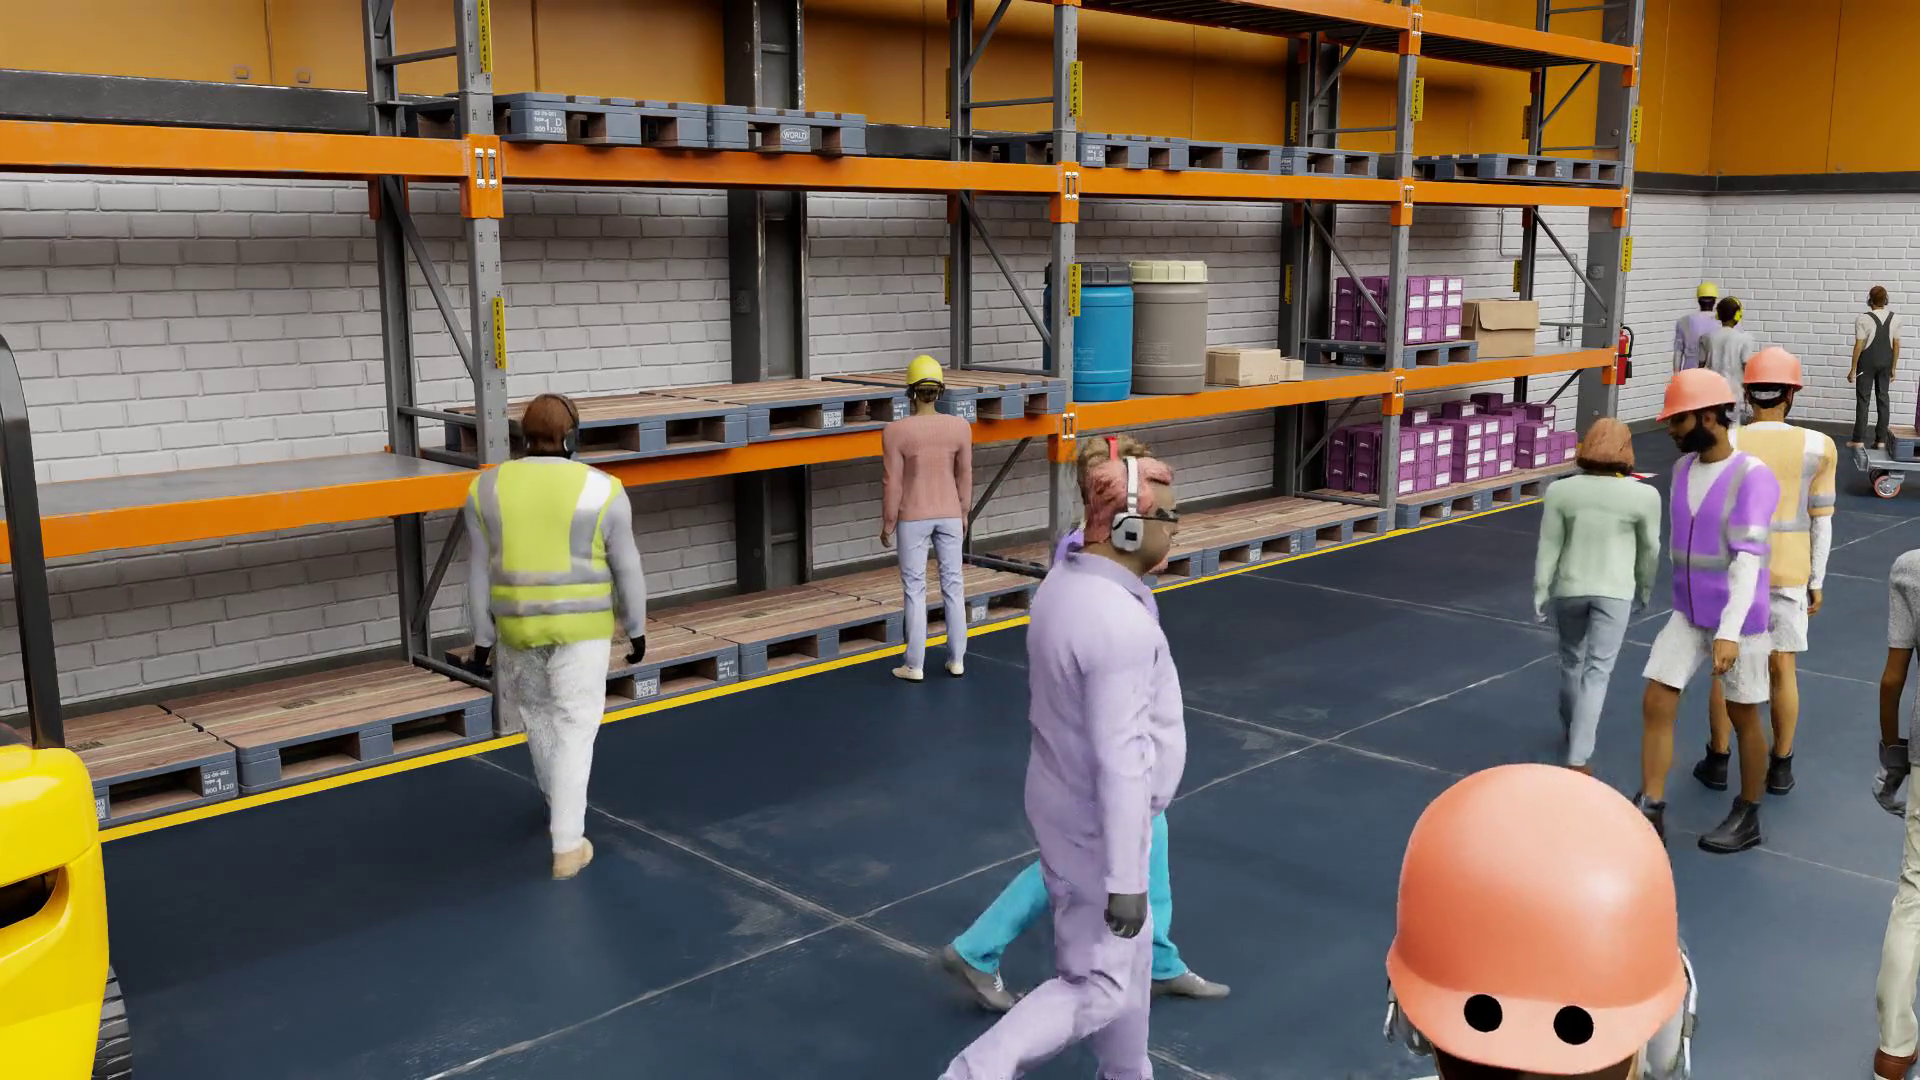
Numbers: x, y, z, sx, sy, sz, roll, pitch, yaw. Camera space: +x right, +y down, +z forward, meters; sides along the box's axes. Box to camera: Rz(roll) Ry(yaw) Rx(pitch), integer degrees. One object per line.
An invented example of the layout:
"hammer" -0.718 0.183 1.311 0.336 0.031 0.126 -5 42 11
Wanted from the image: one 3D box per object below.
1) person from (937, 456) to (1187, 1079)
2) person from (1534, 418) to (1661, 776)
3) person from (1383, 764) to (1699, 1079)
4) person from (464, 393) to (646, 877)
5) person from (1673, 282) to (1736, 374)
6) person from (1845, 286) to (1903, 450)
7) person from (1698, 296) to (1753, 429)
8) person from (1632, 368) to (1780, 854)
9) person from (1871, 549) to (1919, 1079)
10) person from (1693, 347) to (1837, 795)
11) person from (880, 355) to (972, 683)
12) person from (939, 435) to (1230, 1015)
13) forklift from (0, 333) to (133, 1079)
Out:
"person" 0.273 0.721 4.184 0.764 1.880 0.683 -2 11 -8
"person" 2.876 0.249 7.496 0.493 1.590 0.807 7 13 35
"person" 0.474 1.157 1.505 0.646 1.971 0.527 3 11 18
"person" -1.529 0.327 6.508 0.644 1.803 0.874 1 10 5
"person" 7.882 -1.773 17.643 0.600 1.905 0.696 5 12 27
"person" 10.259 -1.924 18.688 0.504 1.839 0.344 1 10 4
"person" 7.044 -1.325 15.384 0.701 1.856 0.524 -8 13 -37
"person" 2.817 0.304 6.377 0.852 1.887 0.592 -4 11 -22
"person" 2.805 0.643 4.596 0.328 1.876 0.513 -10 14 -43
"person" 3.445 0.139 7.187 0.542 1.930 0.375 4 11 19
"person" -0.182 -0.109 8.988 0.523 1.769 0.322 -4 11 -22
"person" 0.385 0.582 5.096 0.876 1.821 0.568 1 10 6
"forklift" -3.289 0.485 4.582 1.214 2.155 2.313 -10 14 -44
